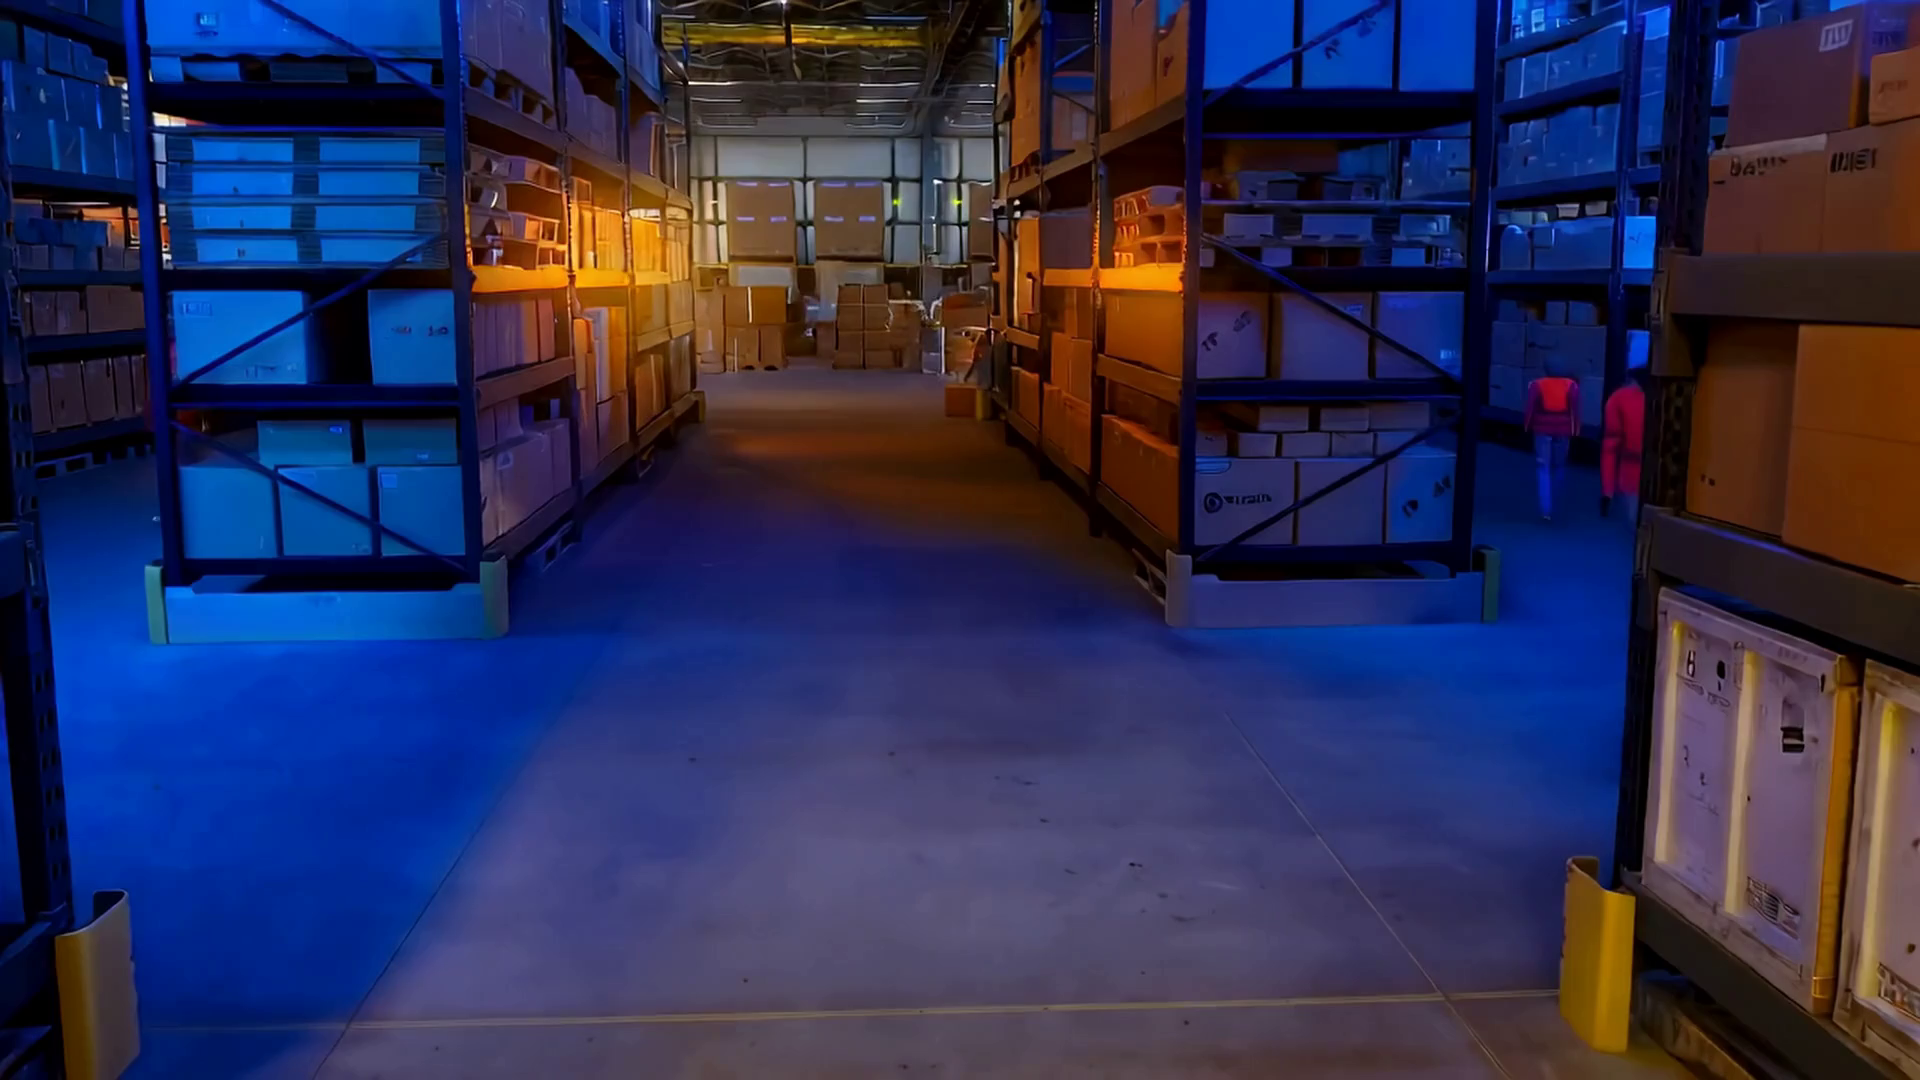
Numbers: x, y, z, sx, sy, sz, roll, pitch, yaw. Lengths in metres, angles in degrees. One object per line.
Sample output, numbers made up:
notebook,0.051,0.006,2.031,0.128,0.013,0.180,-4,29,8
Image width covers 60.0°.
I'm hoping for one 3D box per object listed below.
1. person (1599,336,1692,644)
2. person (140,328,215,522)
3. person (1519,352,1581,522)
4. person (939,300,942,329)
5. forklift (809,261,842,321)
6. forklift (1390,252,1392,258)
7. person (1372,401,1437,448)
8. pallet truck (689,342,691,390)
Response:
person,4.374,-0.299,10.562,0.603,1.977,1.067,8,12,39
person,-7.604,-1.129,16.147,0.664,1.857,1.013,2,9,10
person,5.692,-1.004,16.085,0.534,1.611,0.711,1,9,7
person,-0.593,-9.337,68.440,0.817,1.603,0.509,-2,9,-13
forklift,-4.323,-7.854,55.147,1.873,2.768,1.129,6,11,35
forklift,8.581,-4.339,33.076,1.129,2.768,1.873,2,9,11
person,4.103,-0.989,15.454,0.644,1.803,0.952,-1,9,-6
pallet truck,-5.225,-3.008,27.480,1.885,1.965,0.823,2,9,14
